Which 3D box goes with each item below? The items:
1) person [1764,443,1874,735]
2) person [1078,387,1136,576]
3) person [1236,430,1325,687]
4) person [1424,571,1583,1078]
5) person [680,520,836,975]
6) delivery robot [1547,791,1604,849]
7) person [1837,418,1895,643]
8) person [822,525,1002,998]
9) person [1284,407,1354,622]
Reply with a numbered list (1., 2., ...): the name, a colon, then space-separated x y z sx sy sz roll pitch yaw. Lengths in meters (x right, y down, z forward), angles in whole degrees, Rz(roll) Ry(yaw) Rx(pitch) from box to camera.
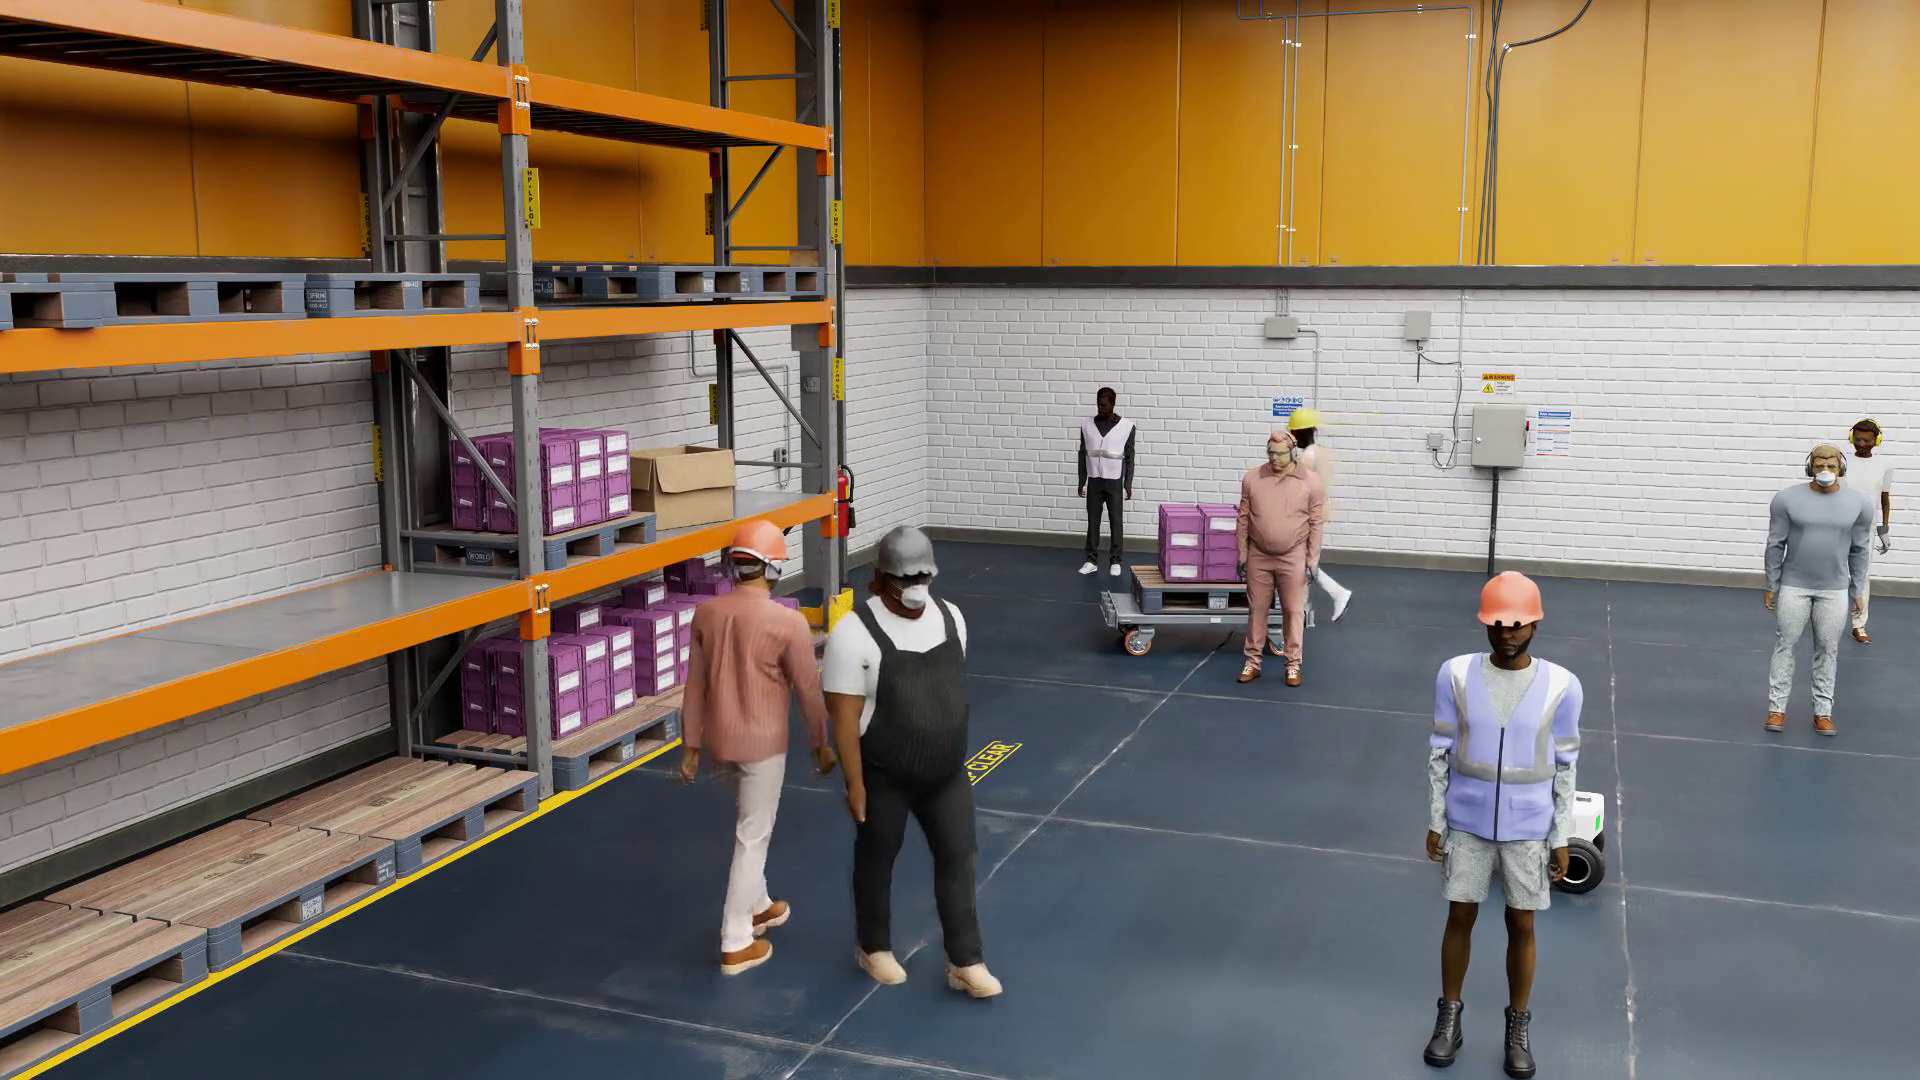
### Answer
1. person: 5.655 0.323 11.003 0.627 1.941 0.370 3 10 21
2. person: 1.480 -0.596 16.869 0.588 1.912 0.390 3 10 21
3. person: 2.348 0.136 12.307 0.638 1.902 0.406 3 10 21
4. person: 2.046 1.071 6.309 0.543 1.939 0.362 3 10 21
5. person: -0.869 0.887 7.407 0.619 1.957 0.806 6 11 34
6. delivery robot: 2.870 1.381 8.403 0.707 0.478 0.477 3 10 20
7. person: 7.409 -0.076 13.748 0.520 1.865 0.327 3 10 21
8. person: -0.167 0.923 6.923 0.697 2.000 0.854 -6 11 -32
9. person: 3.063 -0.196 14.370 0.620 1.902 0.599 4 10 23
